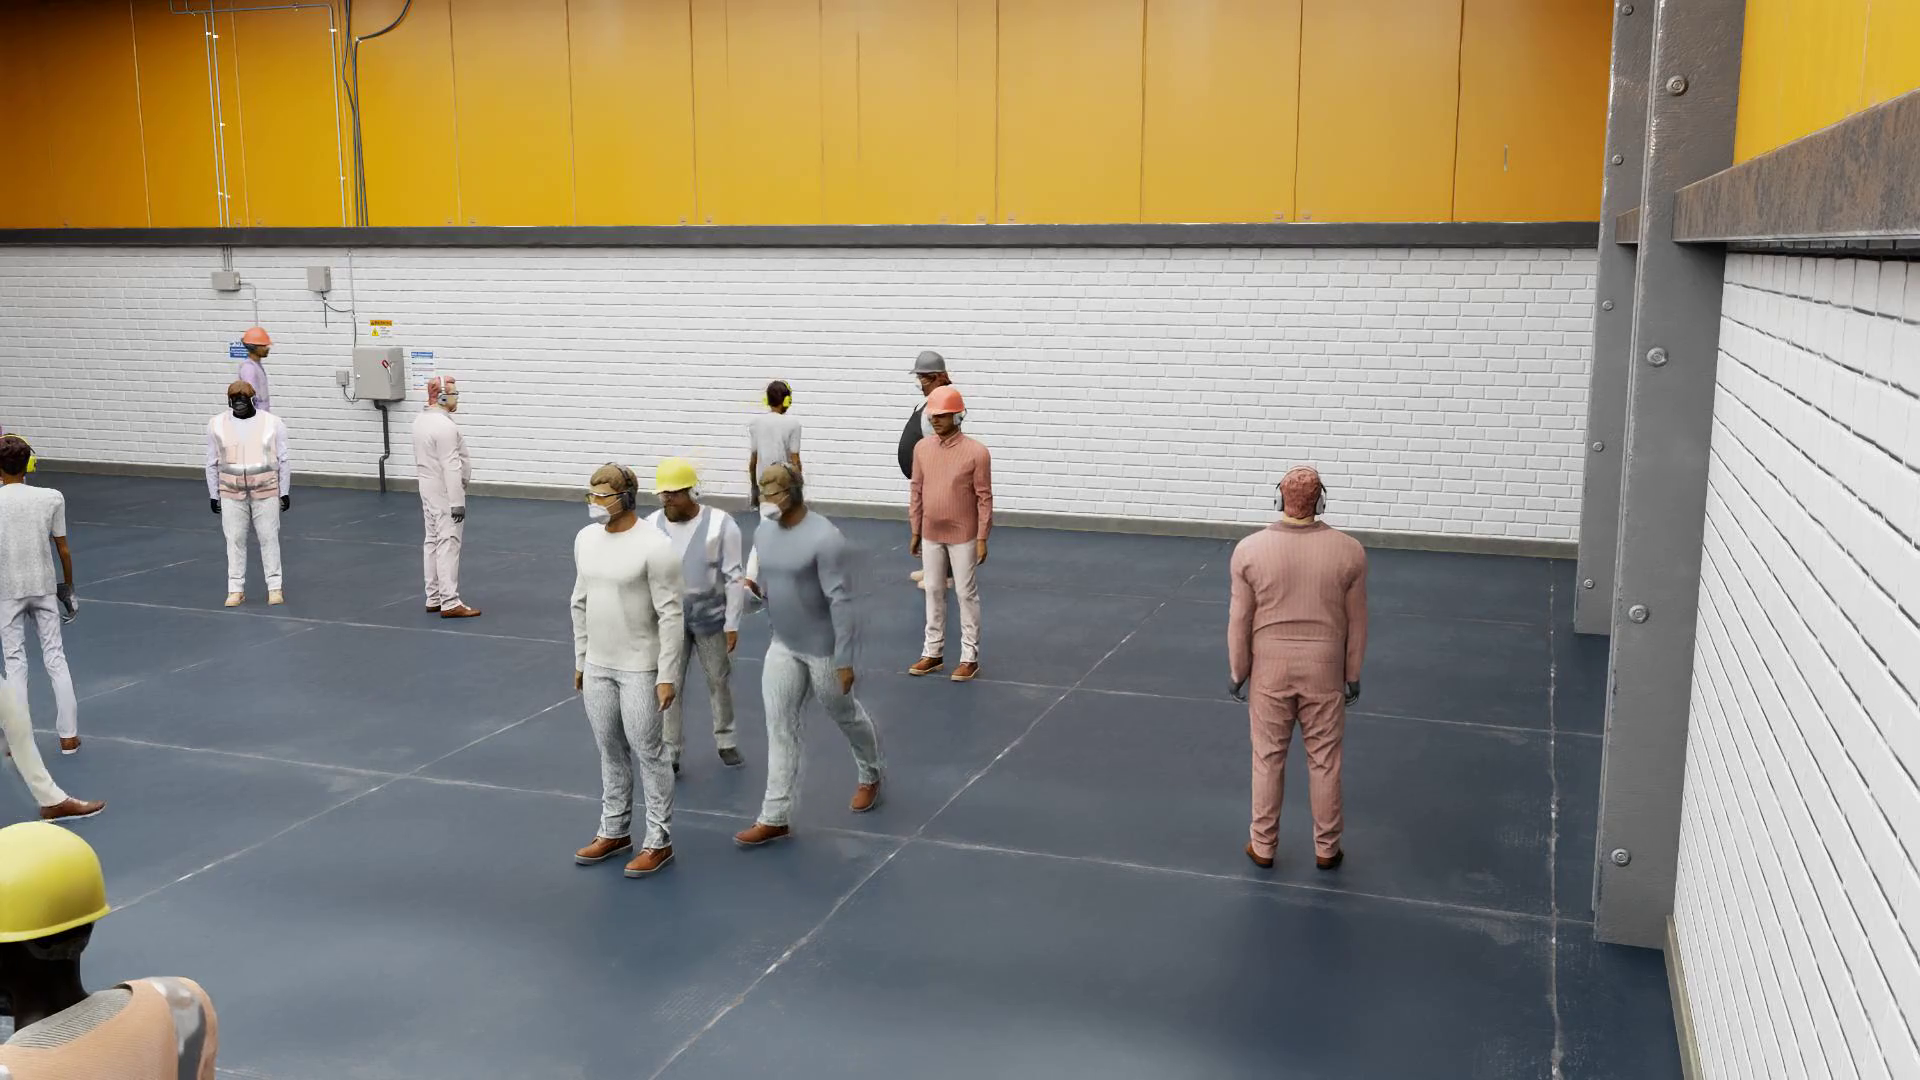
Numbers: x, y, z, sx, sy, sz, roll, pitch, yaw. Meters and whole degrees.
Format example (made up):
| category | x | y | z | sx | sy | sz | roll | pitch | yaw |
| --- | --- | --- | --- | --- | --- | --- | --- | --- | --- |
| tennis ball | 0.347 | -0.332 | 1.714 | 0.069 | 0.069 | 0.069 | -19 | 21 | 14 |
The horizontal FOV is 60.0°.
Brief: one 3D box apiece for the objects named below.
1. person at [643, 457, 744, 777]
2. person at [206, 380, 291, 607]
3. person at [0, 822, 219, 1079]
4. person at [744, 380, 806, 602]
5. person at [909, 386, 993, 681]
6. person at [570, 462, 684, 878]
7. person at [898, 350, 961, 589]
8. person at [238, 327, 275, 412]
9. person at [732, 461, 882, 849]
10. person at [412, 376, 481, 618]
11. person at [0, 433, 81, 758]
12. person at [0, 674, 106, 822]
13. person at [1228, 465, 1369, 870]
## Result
| category | x | y | z | sx | sy | sz | roll | pitch | yaw |
| --- | --- | --- | --- | --- | --- | --- | --- | --- | --- |
| person | -1.464 | 0.429 | 9.139 | 0.611 | 1.798 | 0.630 | 2 | 10 | 9 |
| person | -5.769 | -0.377 | 13.502 | 0.634 | 1.841 | 0.429 | -3 | 10 | -16 |
| person | -1.589 | 1.441 | 3.017 | 0.371 | 1.928 | 0.585 | 4 | 11 | 22 |
| person | -1.534 | -0.413 | 13.771 | 0.546 | 1.824 | 0.940 | 4 | 11 | 21 |
| person | -0.080 | -0.044 | 11.193 | 0.616 | 1.993 | 0.395 | 6 | 12 | 31 |
| person | -1.563 | 0.596 | 7.750 | 0.637 | 1.938 | 0.357 | 7 | 12 | 33 |
| person | -0.266 | -0.604 | 14.223 | 0.536 | 2.000 | 0.688 | -2 | 10 | -9 |
| person | -7.734 | -1.330 | 18.359 | 0.437 | 2.034 | 0.612 | -3 | 11 | -17 |
| person | -0.729 | 0.528 | 8.313 | 0.714 | 1.885 | 1.036 | 8 | 13 | 39 |
| person | -4.051 | -0.343 | 13.129 | 0.403 | 1.906 | 0.652 | -8 | 13 | -37 |
| person | -5.321 | 0.327 | 9.465 | 0.530 | 1.869 | 0.311 | -8 | 13 | -39 |
| person | -4.913 | 0.589 | 8.206 | 1.032 | 1.811 | 0.548 | -4 | 11 | -22 |
| person | 1.577 | 0.602 | 7.806 | 0.637 | 1.911 | 0.403 | 2 | 10 | 9 |
